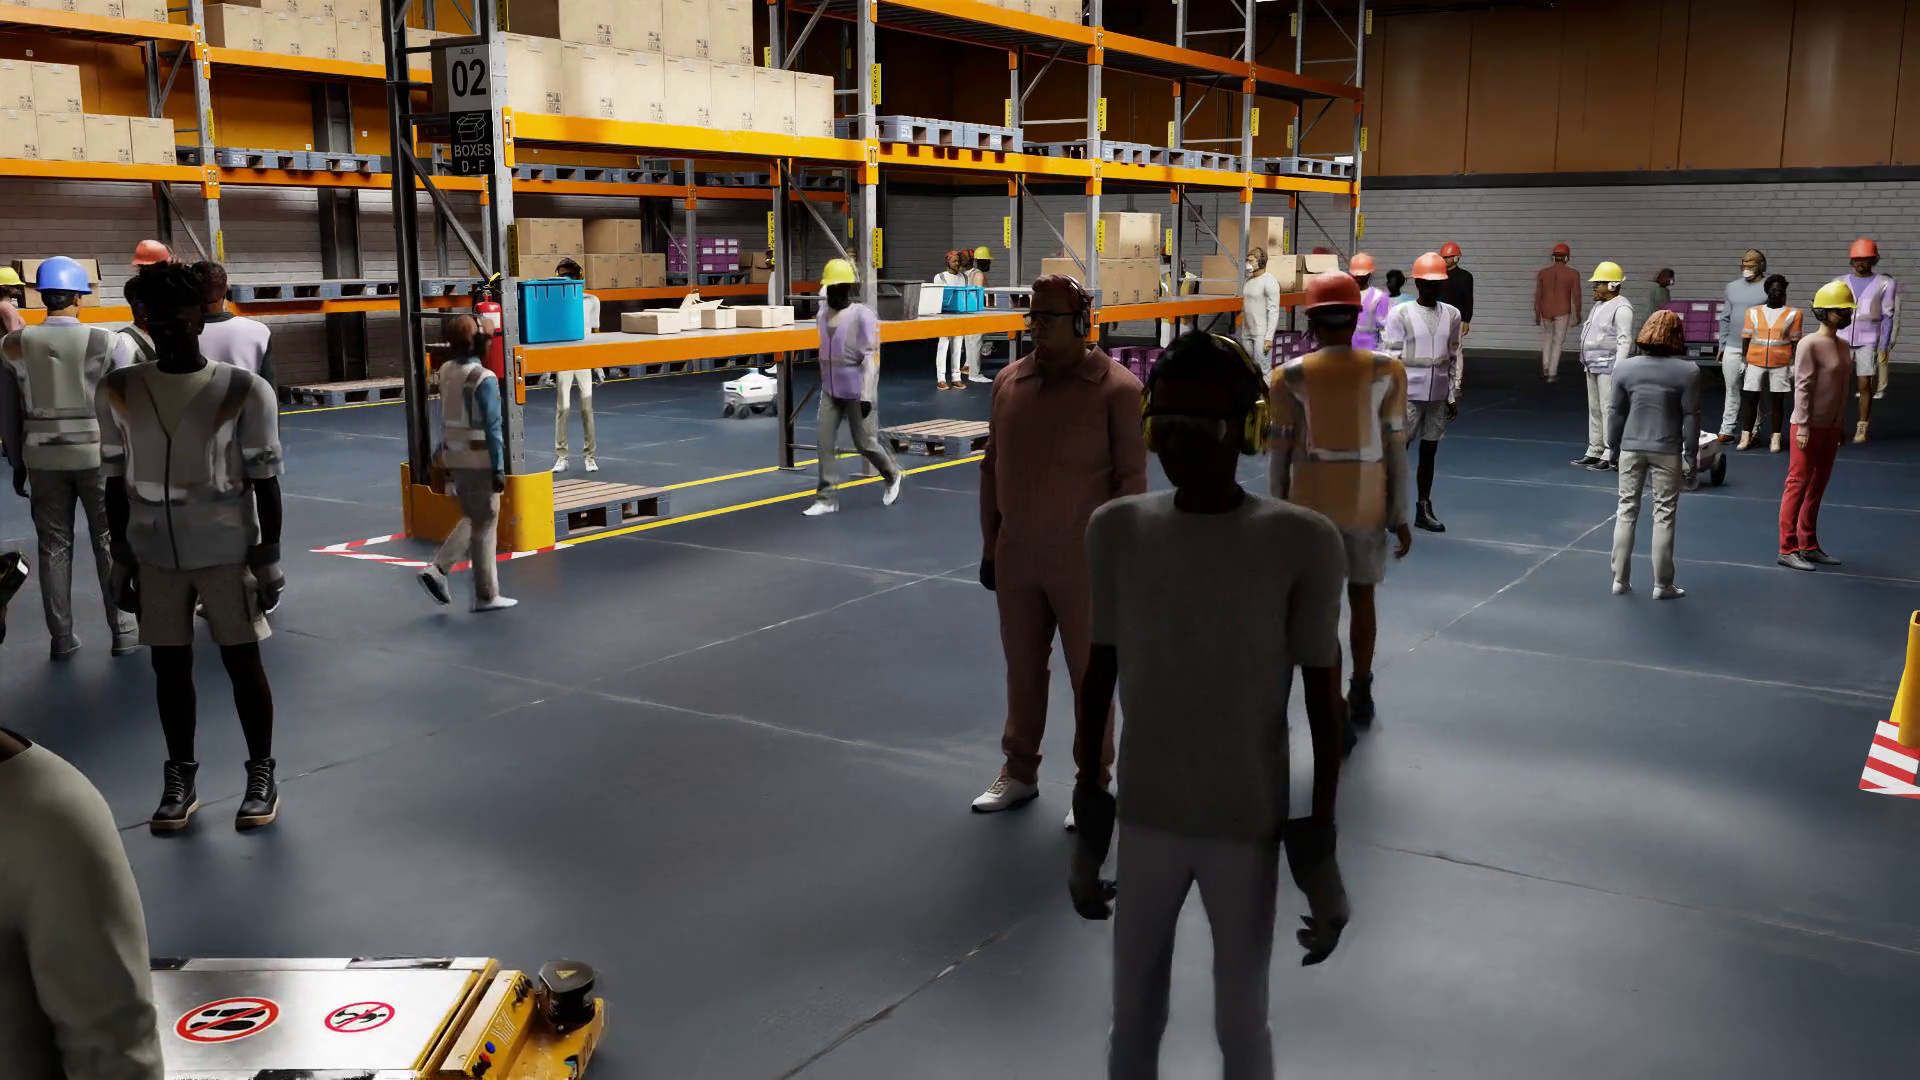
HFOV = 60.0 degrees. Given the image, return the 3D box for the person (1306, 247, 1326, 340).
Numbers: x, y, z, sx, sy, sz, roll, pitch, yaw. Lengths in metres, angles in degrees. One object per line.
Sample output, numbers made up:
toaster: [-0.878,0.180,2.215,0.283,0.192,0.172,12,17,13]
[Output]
person: [6.055,-4.005,28.214,0.894,1.890,0.548,-2,10,-11]

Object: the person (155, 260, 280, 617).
person: [-3.944,-0.528,8.901,0.593,1.918,0.391,-6,12,-31]

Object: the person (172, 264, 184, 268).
person: [-6.904,-1.511,14.666,0.571,1.806,0.901,3,11,15]

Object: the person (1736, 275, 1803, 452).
person: [7.742,-1.679,15.910,0.559,1.692,0.322,7,12,33]

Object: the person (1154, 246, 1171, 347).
person: [3.621,-4.196,29.178,0.547,1.934,0.376,5,11,24]

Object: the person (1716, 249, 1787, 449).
person: [7.686,-1.860,16.232,0.371,1.935,0.627,-7,12,-33]

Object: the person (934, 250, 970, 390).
person: [-0.101,-2.978,22.570,0.576,1.882,0.362,-7,12,-34]

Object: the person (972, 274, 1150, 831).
person: [0.326,0.043,5.764,0.639,1.908,0.409,7,12,32]

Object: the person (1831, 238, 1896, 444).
person: [8.945,-1.982,16.608,0.614,2.041,0.388,9,14,42]

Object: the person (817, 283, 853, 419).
person: [-1.344,-2.240,18.702,0.462,1.813,0.672,4,11,21]

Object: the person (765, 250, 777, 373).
person: [-2.823,-3.472,25.344,0.313,1.869,0.538,-2,10,-11]

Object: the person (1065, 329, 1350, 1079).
person: [0.445,0.542,3.110,0.534,1.868,0.318,4,11,23]

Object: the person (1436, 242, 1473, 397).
person: [6.315,-2.845,21.519,0.397,1.992,0.621,-9,14,-42]

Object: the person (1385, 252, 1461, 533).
person: [3.204,-1.008,11.500,0.547,1.938,0.379,-2,10,-12]

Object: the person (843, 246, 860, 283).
person: [-1.649,-3.399,24.753,0.634,1.936,0.351,-8,13,-38]

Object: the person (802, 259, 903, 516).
person: [-0.796,-1.144,12.401,0.596,1.895,0.885,8,13,39]

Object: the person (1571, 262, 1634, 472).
person: [5.652,-1.518,14.617,0.404,1.830,0.602,-1,10,-4]

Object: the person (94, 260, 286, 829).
person: [-2.615,0.033,5.698,0.599,1.958,0.384,0,10,-2]

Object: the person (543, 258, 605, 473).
person: [-3.373,-1.518,14.516,0.535,1.869,0.314,-2,10,-10]

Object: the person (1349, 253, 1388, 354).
person: [3.858,-1.855,16.348,0.767,1.894,0.566,5,11,27]

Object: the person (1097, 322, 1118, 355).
person: [1.859,-3.077,22.903,0.698,1.957,0.600,3,11,18]

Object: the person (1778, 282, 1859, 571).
person: [5.319,-0.700,10.268,0.524,1.769,0.314,-7,13,-35]

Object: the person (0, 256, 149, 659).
person: [-4.285,-0.392,8.067,0.616,1.942,0.408,-2,10,-11]

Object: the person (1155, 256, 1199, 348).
person: [2.994,-3.028,22.988,0.622,1.837,0.428,0,10,0]

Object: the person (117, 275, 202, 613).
person: [-4.376,-0.519,9.047,0.328,1.844,0.514,0,10,0]

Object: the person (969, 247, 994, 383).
person: [0.291,-3.210,23.729,0.386,1.928,0.589,-1,10,-6]

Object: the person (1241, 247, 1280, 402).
person: [3.310,-2.266,18.470,0.377,1.940,0.629,-4,11,-19]

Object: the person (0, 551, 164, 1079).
person: [-1.163,0.798,1.974,0.533,1.765,0.322,6,12,28]

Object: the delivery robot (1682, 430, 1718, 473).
delivery robot: [5.970,-0.752,13.658,0.477,0.478,0.707,7,12,35]

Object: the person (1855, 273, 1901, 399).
person: [11.683,-2.581,21.119,0.556,1.602,0.514,-8,13,-36]

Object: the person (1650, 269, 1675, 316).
person: [10.570,-3.270,25.015,0.495,1.585,0.872,-9,14,-42]

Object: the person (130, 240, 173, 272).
person: [-6.538,-1.439,13.658,0.623,2.016,0.624,8,13,37]

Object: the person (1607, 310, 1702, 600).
person: [3.925,-0.482,9.432,0.507,1.632,0.268,9,14,41]

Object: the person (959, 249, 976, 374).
person: [0.145,-3.455,25.206,0.337,1.882,0.584,-3,11,-17]

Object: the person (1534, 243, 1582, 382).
person: [8.622,-3.267,23.928,0.607,1.965,0.628,9,14,42]

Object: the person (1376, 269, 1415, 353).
person: [5.098,-2.328,19.525,0.383,1.687,0.540,-9,14,-42]

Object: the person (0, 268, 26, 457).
person: [-8.803,-1.638,15.465,0.316,1.769,0.523,-10,14,-44]

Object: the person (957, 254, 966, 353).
person: [0.037,-4.215,29.588,0.443,1.819,0.720,-8,13,-39]

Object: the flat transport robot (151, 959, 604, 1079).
flat transport robot: [-1.613,1.201,3.879,1.431,0.197,0.652,0,10,-1]

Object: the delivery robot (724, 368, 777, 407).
delivery robot: [-2.357,-1.728,19.062,0.477,0.478,0.707,9,14,41]

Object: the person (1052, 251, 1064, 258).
person: [1.482,-3.200,23.838,0.658,1.868,0.898,9,14,42]

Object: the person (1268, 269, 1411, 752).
person: [1.536,-0.138,6.789,0.570,1.895,0.852,2,10,9]

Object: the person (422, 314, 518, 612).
person: [-2.652,-0.401,8.981,0.535,1.624,0.416,10,14,43]
